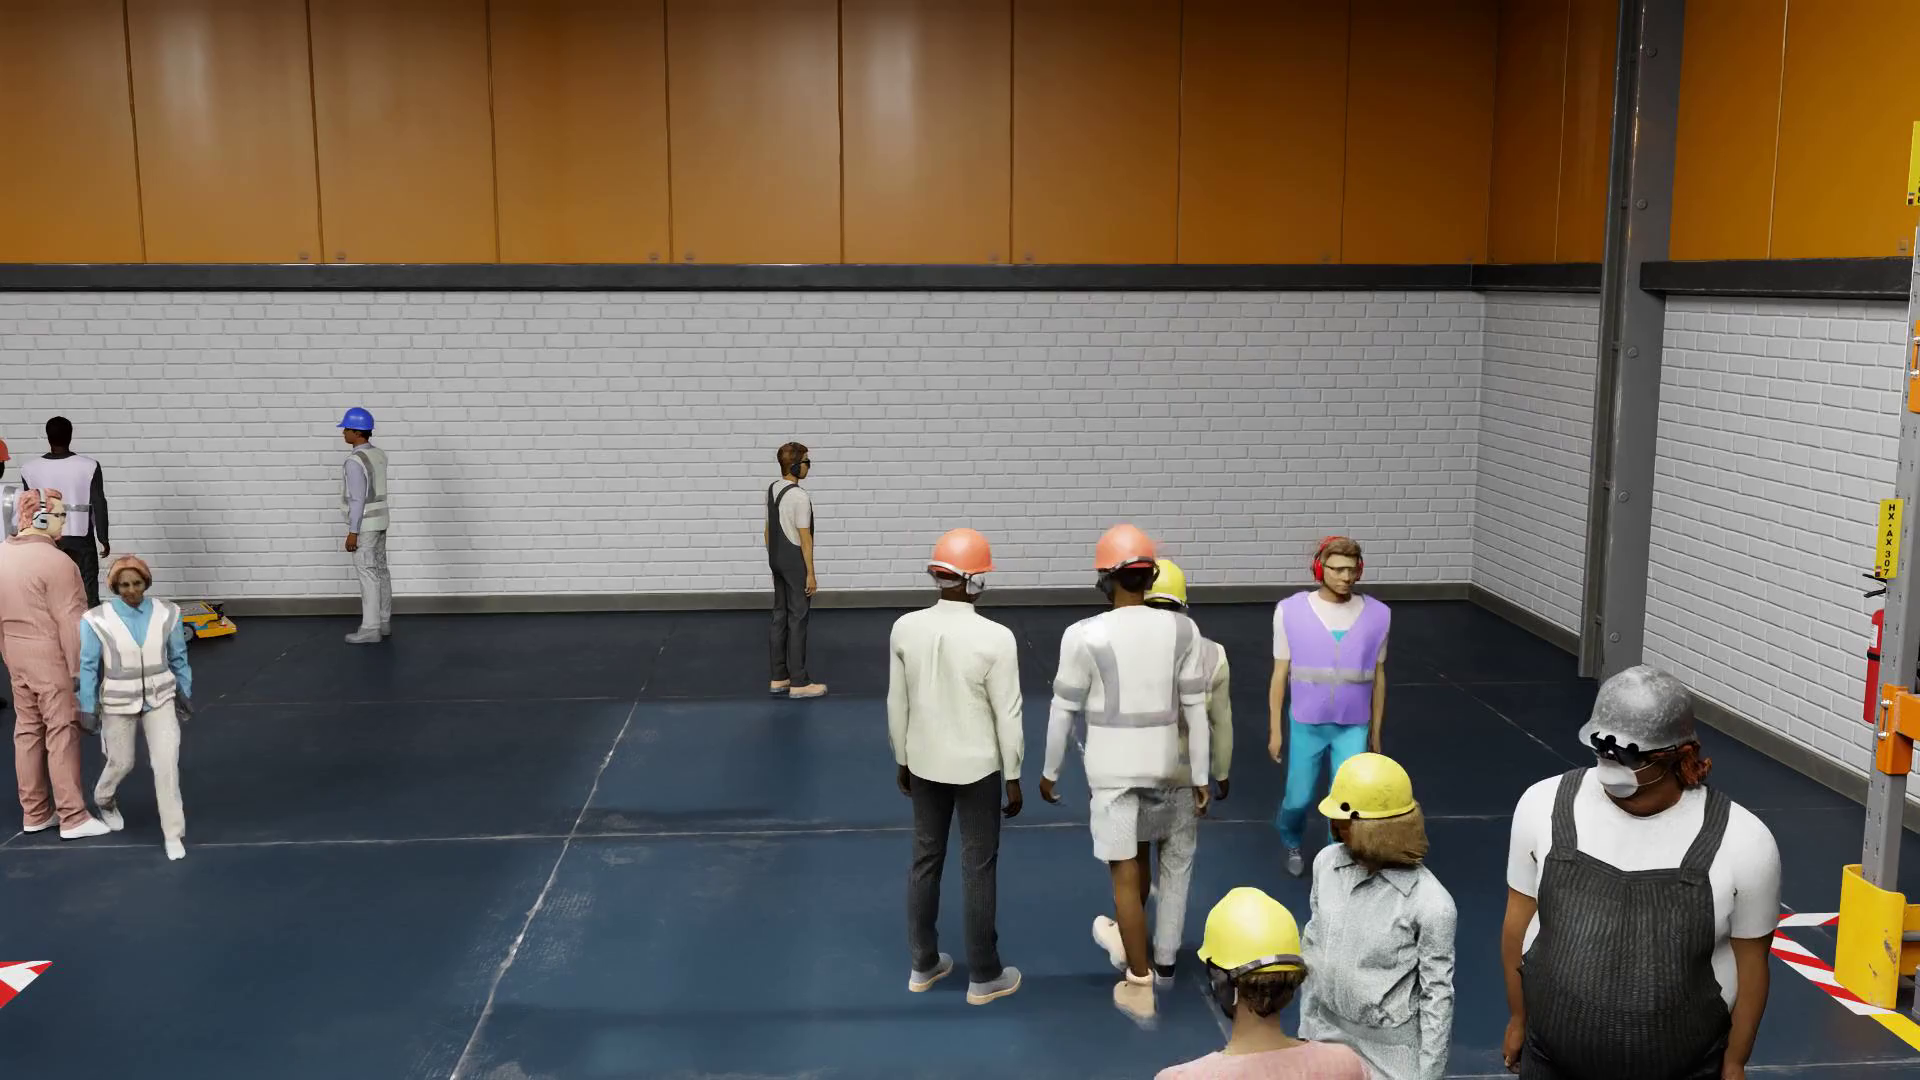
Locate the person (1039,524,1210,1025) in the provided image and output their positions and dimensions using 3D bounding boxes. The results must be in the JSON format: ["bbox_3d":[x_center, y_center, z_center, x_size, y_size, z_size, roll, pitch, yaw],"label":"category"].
[{"bbox_3d":[0.651,0.931,6.993,0.631,1.998,0.943,-4,10,-22],"label":"person"}]

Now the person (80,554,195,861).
[{"bbox_3d":[-4.358,0.846,8.774,0.552,1.604,0.744,-8,12,-40],"label":"person"}]

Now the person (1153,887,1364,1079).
[{"bbox_3d":[0.648,1.626,3.474,0.530,1.739,0.632,-3,10,-20],"label":"person"}]

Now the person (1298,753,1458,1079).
[{"bbox_3d":[1.133,1.435,4.652,0.314,1.739,0.485,-7,11,-36],"label":"person"}]

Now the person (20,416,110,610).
[{"bbox_3d":[-7.097,-0.024,13.241,0.593,1.922,0.392,-2,9,-15],"label":"person"}]

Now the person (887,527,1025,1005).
[{"bbox_3d":[-0.003,0.937,6.978,0.622,1.992,0.396,5,10,29],"label":"person"}]

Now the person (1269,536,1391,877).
[{"bbox_3d":[1.749,0.866,7.954,0.578,1.820,0.783,0,9,0],"label":"person"}]

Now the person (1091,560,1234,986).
[{"bbox_3d":[0.881,0.979,7.276,0.624,1.805,0.687,1,9,8],"label":"person"}]

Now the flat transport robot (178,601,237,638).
[{"bbox_3d":[-6.832,0.711,13.793,1.431,0.197,0.652,-6,11,-33],"label":"flat transport robot"}]

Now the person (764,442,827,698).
[{"bbox_3d":[-1.203,0.213,11.991,0.332,1.844,0.517,-7,12,-38],"label":"person"}]

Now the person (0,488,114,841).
[{"bbox_3d":[-4.896,0.667,8.970,0.636,1.903,0.404,5,10,27],"label":"person"}]

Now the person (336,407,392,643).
[{"bbox_3d":[-4.924,-0.126,13.788,0.380,1.951,0.605,0,9,0],"label":"person"}]

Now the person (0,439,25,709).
[{"bbox_3d":[-6.641,0.244,11.504,0.542,1.939,0.362,-1,9,-8],"label":"person"}]
